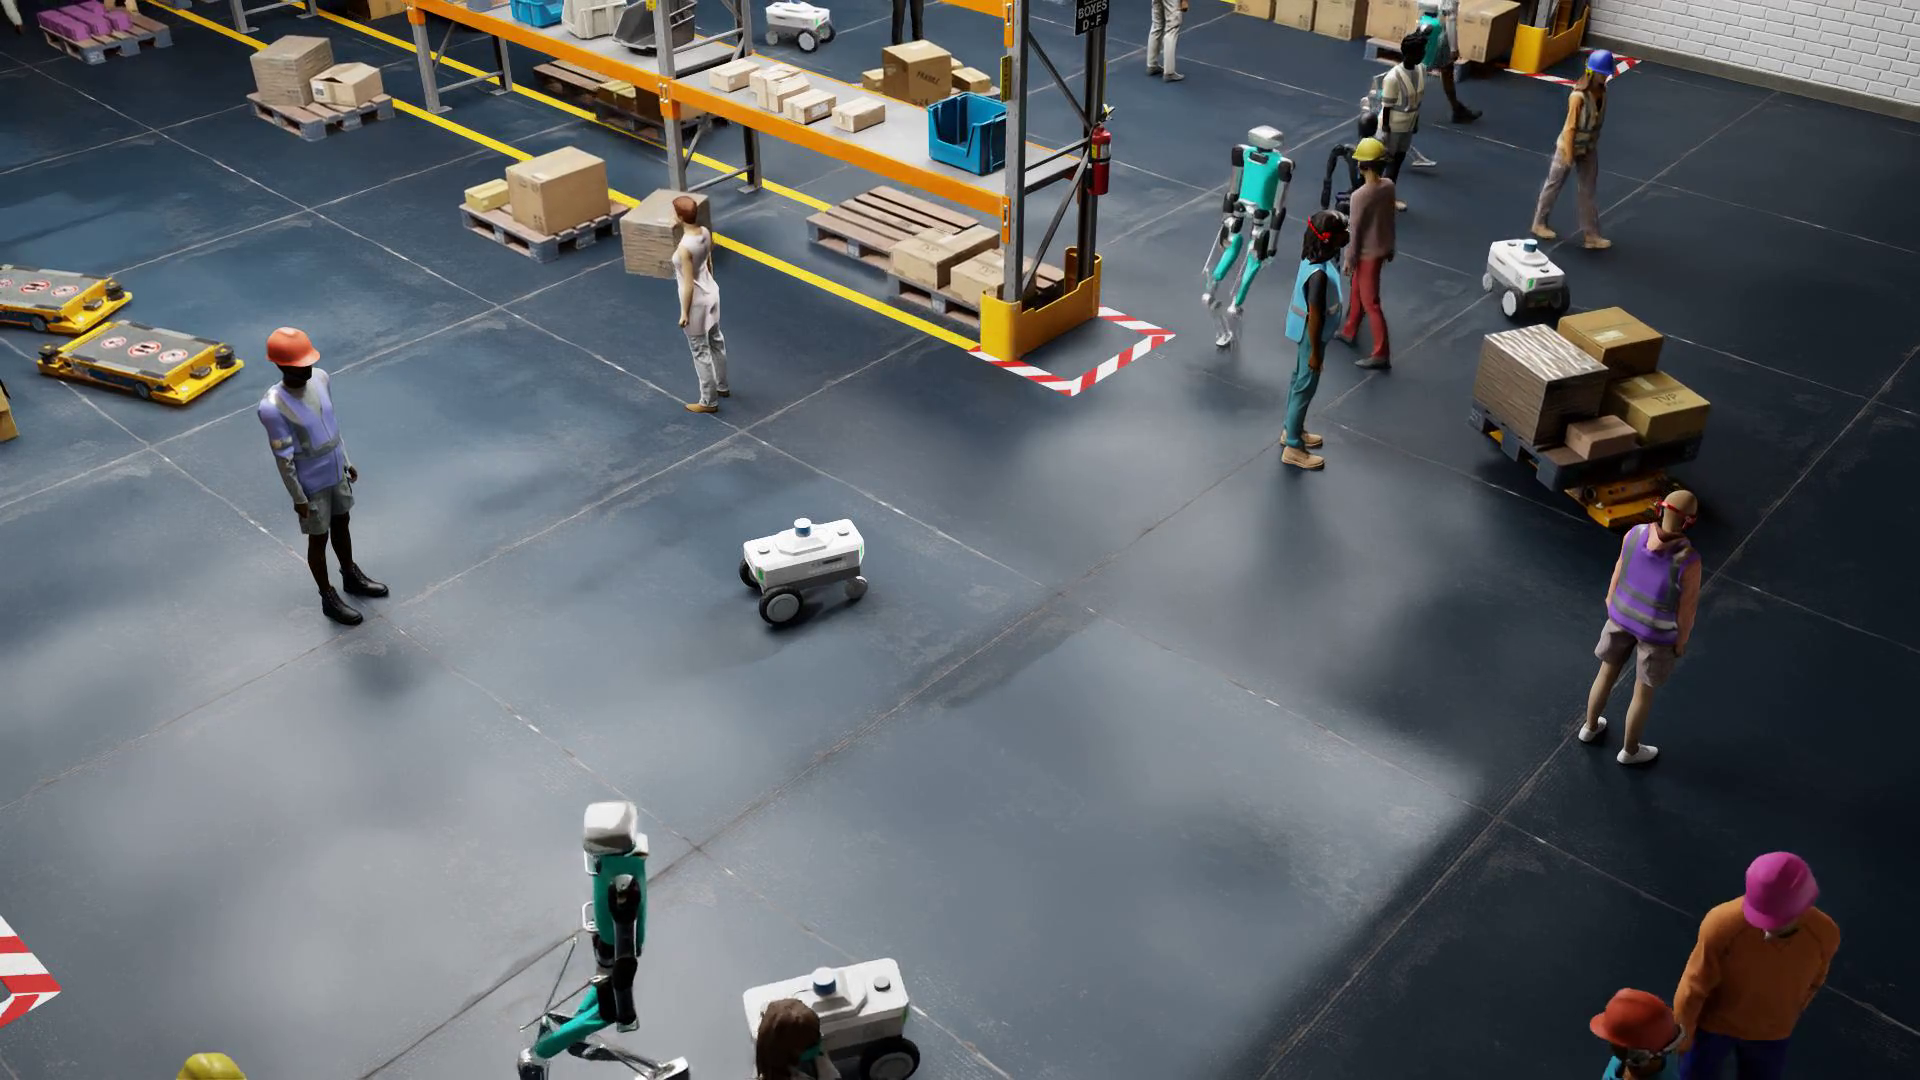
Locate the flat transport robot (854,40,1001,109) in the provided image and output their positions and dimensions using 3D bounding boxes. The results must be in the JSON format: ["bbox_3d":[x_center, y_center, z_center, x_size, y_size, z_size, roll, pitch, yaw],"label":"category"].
[{"bbox_3d":[-0.372,-4.376,17.151,0.659,0.231,1.431,-20,39,-26],"label":"flat transport robot"}]

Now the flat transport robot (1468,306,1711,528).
[{"bbox_3d":[4.354,-0.582,11.654,0.659,0.231,1.431,-12,36,-17],"label":"flat transport robot"}]

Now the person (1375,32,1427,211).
[{"bbox_3d":[3.945,-3.733,14.968,0.531,1.690,0.321,-26,42,-33],"label":"person"}]

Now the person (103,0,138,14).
[{"bbox_3d":[-10.061,-6.906,19.535,0.562,1.722,0.764,-25,42,-32],"label":"person"}]

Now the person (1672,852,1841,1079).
[{"bbox_3d":[3.071,1.908,6.576,0.541,1.940,0.521,7,35,9],"label":"person"}]

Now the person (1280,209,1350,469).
[{"bbox_3d":[2.419,-1.389,11.416,0.379,1.865,0.539,6,35,8],"label":"person"}]

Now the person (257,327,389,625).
[{"bbox_3d":[-3.809,-0.395,9.915,0.352,1.938,0.543,10,36,14],"label":"person"}]

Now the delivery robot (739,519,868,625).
[{"bbox_3d":[-0.984,0.149,10.351,0.794,0.603,0.499,-13,37,-19],"label":"delivery robot"}]

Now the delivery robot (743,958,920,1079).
[{"bbox_3d":[-0.564,2.147,7.466,0.785,0.614,0.522,-10,36,-13],"label":"delivery robot"}]

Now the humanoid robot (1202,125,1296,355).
[{"bbox_3d":[2.118,-2.196,12.787,0.534,1.877,0.711,28,43,34],"label":"humanoid robot"}]

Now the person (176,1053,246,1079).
[{"bbox_3d":[-2.421,2.460,5.882,0.594,1.824,0.403,-23,41,-30],"label":"person"}]

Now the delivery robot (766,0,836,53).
[{"bbox_3d":[-1.857,-5.971,19.220,0.809,0.606,0.499,14,37,20],"label":"delivery robot"}]

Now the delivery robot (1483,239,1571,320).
[{"bbox_3d":[4.662,-2.189,13.715,0.499,0.577,0.758,-8,35,-12],"label":"delivery robot"}]

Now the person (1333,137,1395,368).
[{"bbox_3d":[3.165,-2.189,12.713,0.657,1.714,0.535,26,42,32],"label":"person"}]

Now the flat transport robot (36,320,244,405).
[{"bbox_3d":[-6.327,-1.387,12.819,1.431,0.231,0.659,13,37,18],"label":"flat transport robot"}]

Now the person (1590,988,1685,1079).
[{"bbox_3d":[2.412,2.314,6.165,0.422,1.724,0.593,8,35,11],"label":"person"}]

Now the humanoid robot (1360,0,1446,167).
[{"bbox_3d":[4.147,-4.352,15.838,1.026,1.734,0.565,18,39,24],"label":"humanoid robot"}]

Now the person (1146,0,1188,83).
[{"bbox_3d":[2.229,-5.908,17.945,0.396,1.891,0.544,-24,41,-30],"label":"person"}]

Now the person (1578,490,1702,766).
[{"bbox_3d":[3.650,0.469,8.877,0.348,1.689,0.479,-23,41,-30],"label":"person"}]

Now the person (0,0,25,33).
[{"bbox_3d":[-11.373,-6.937,19.498,0.570,1.826,1.009,-24,41,-31],"label":"person"}]

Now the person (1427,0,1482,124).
[{"bbox_3d":[4.885,-5.094,16.773,1.007,1.879,0.567,3,35,4],"label":"person"}]

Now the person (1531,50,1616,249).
[{"bbox_3d":[5.418,-3.350,14.361,0.483,1.738,0.808,-20,39,-26],"label":"person"}]

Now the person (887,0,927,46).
[{"bbox_3d":[-0.565,-6.059,18.202,0.507,1.847,0.346,-7,35,-10],"label":"person"}]

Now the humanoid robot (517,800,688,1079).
[{"bbox_3d":[-1.652,1.833,6.880,0.916,1.770,0.530,-8,35,-12],"label":"humanoid robot"}]

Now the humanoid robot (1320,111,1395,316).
[{"bbox_3d":[3.161,-2.622,13.368,0.591,1.641,0.409,8,35,11],"label":"humanoid robot"}]

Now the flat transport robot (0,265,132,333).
[{"bbox_3d":[-7.659,-1.987,13.690,1.431,0.231,0.659,8,35,11],"label":"flat transport robot"}]

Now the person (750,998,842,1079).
[{"bbox_3d":[-0.613,2.314,6.244,0.681,1.636,0.510,14,37,19],"label":"person"}]

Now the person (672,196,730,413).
[{"bbox_3d":[-1.898,-1.708,12.059,0.270,1.656,0.459,10,36,15],"label":"person"}]
